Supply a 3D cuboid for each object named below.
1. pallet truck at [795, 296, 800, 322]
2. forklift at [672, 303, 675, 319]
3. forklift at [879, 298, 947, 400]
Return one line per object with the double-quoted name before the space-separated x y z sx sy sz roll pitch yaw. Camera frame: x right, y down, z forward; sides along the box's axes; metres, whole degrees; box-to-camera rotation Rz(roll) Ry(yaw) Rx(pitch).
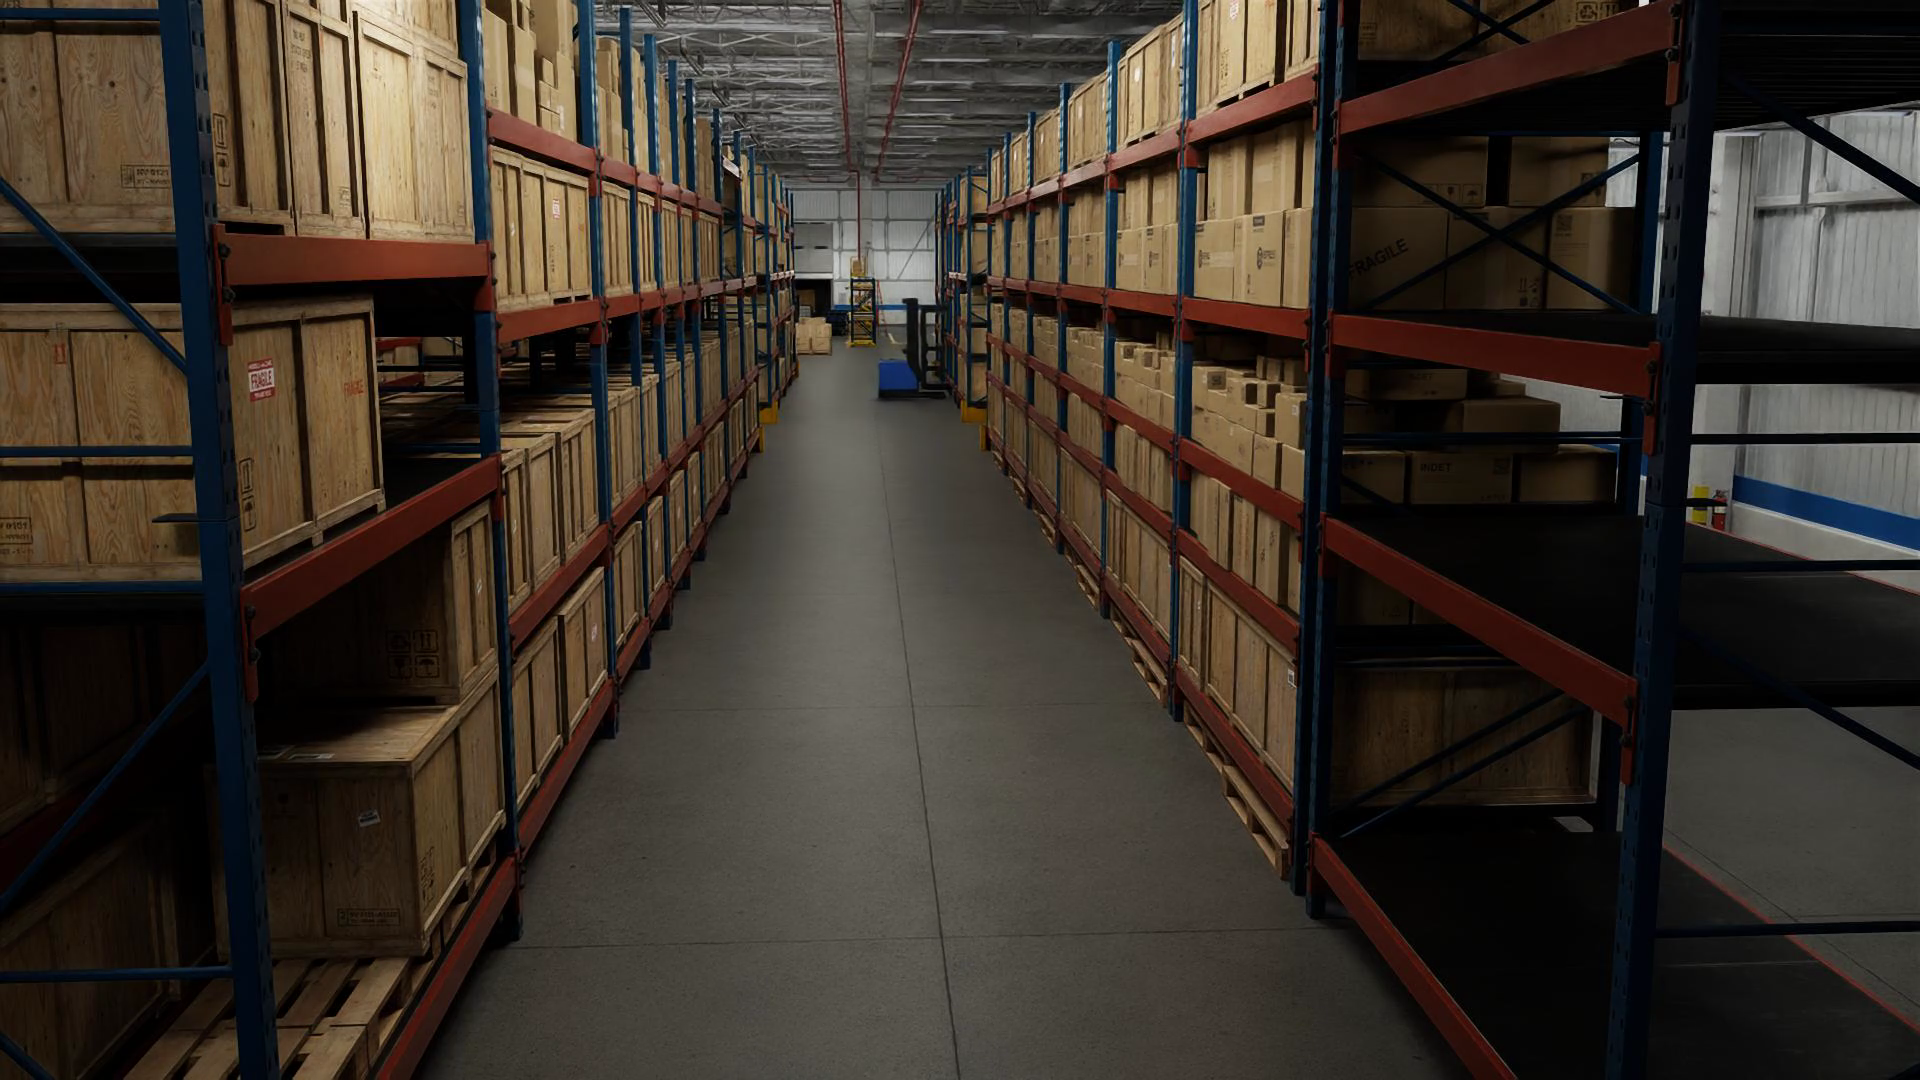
"pallet truck" -8.622 -12.439 91.403 1.885 1.965 0.823 2 10 13
"forklift" -10.294 -7.323 58.210 1.129 2.768 1.873 4 10 22
"forklift" -1.341 -5.354 46.451 1.873 2.768 1.129 -1 10 -3
